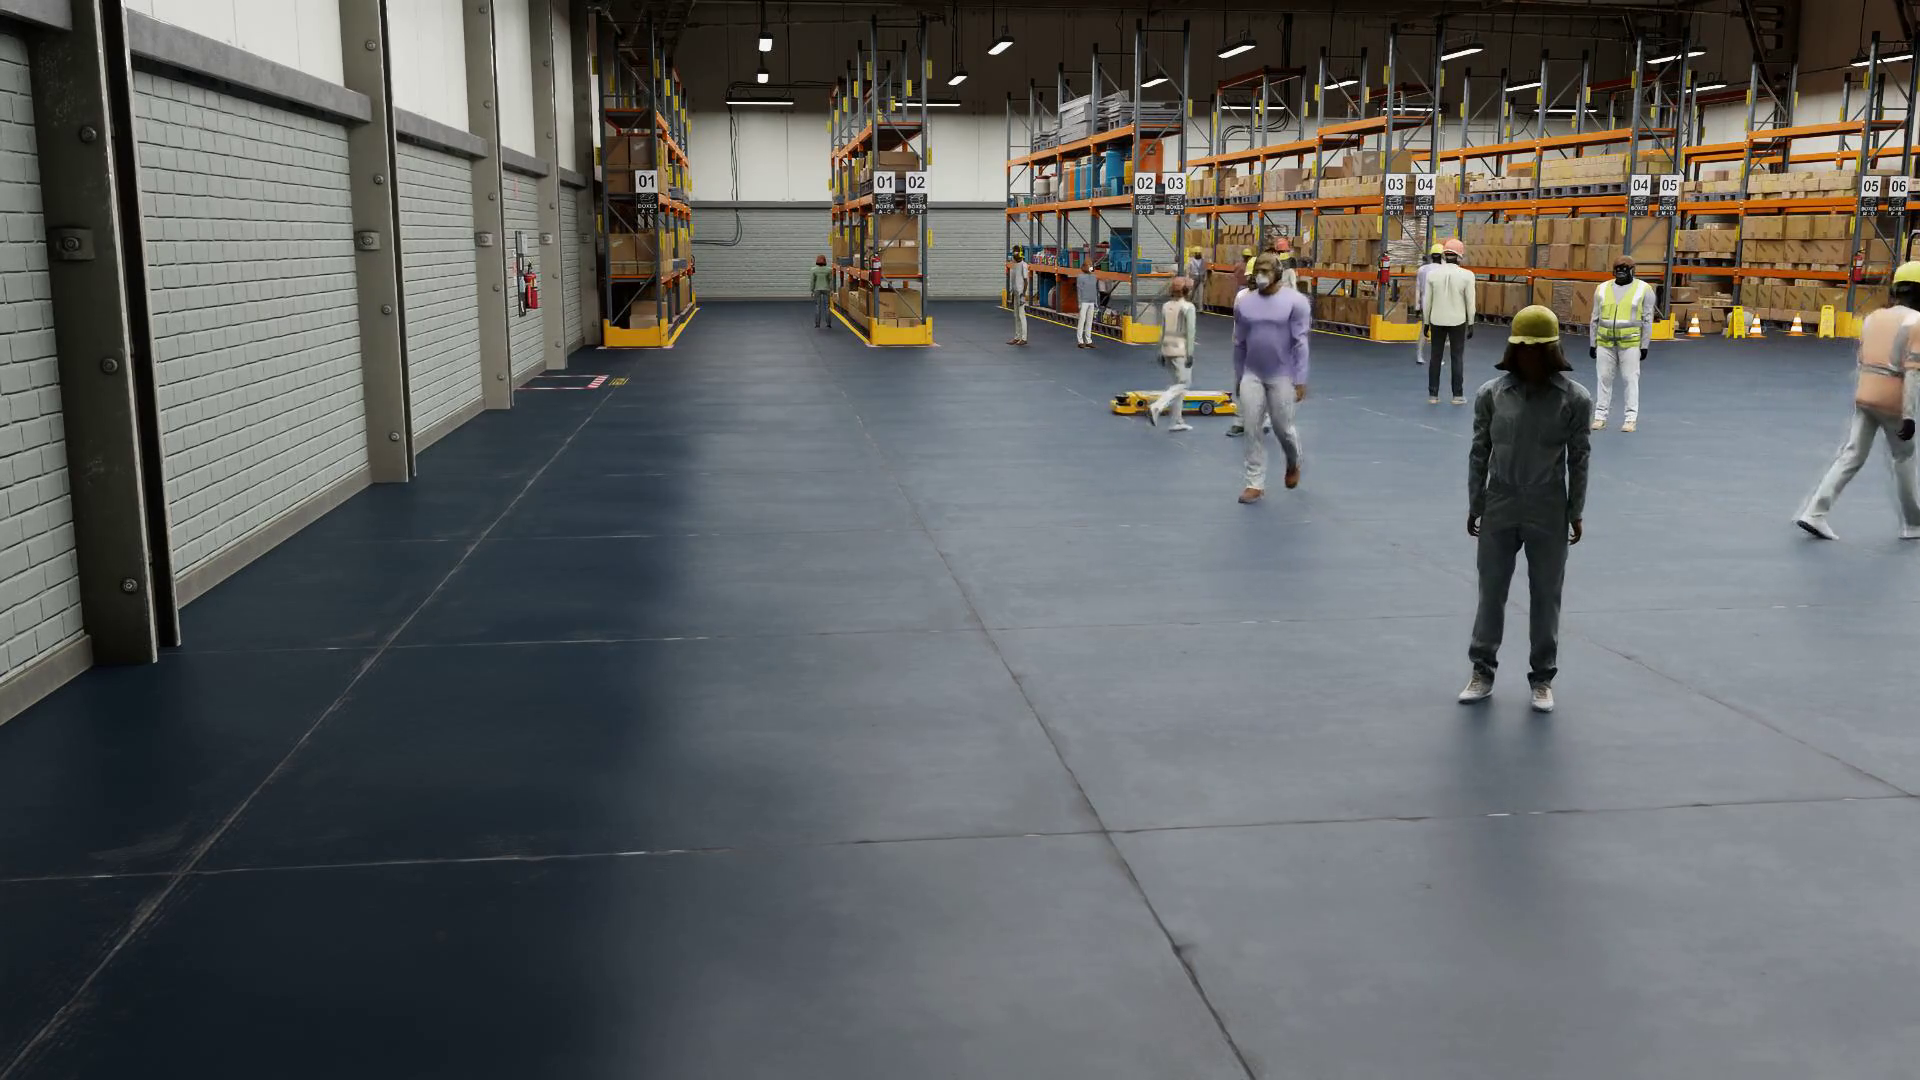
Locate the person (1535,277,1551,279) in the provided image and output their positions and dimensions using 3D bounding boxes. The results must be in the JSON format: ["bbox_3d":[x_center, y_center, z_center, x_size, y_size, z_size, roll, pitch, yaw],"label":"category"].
[{"bbox_3d":[14.224,-6.356,40.719,0.552,1.935,0.370,-1,10,-4],"label":"person"}]

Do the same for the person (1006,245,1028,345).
[{"bbox_3d":[1.091,-4.580,31.171,0.328,1.872,0.515,-4,11,-23],"label":"person"}]

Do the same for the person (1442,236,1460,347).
[{"bbox_3d":[9.039,-4.557,30.608,0.478,2.026,0.646,10,14,43],"label":"person"}]

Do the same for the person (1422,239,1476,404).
[{"bbox_3d":[5.956,-2.652,20.258,0.623,1.992,0.397,5,12,27],"label":"person"}]

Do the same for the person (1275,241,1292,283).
[{"bbox_3d":[6.135,-4.731,31.798,0.342,1.942,0.552,7,13,34],"label":"person"}]

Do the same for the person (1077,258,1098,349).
[{"bbox_3d":[2.324,-4.306,30.320,0.501,1.633,0.279,-10,14,-42],"label":"person"}]

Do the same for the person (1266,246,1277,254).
[{"bbox_3d":[6.489,-5.234,34.864,0.530,1.838,0.907,-3,11,-18],"label":"person"}]

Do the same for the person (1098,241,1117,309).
[{"bbox_3d":[3.647,-6.586,42.007,0.610,1.936,0.889,-2,10,-8],"label":"person"}]

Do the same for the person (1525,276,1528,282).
[{"bbox_3d":[15.960,-7.360,46.225,0.543,1.939,0.360,-4,11,-19],"label":"person"}]

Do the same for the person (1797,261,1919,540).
[{"bbox_3d":[6.136,-0.908,11.074,1.000,1.874,0.637,-3,11,-15],"label":"person"}]

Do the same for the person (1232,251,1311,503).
[{"bbox_3d":[2.406,-1.259,12.810,0.632,1.923,0.708,6,12,31],"label":"person"}]

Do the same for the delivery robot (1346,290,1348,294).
[{"bbox_3d":[11.916,-7.370,49.817,0.707,0.478,0.477,10,14,43],"label":"delivery robot"}]

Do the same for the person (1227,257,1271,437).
[{"bbox_3d":[3.014,-1.949,16.864,0.610,1.822,0.442,8,13,37],"label":"person"}]

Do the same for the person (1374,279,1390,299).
[{"bbox_3d":[10.957,-6.665,43.243,0.512,1.637,0.307,-5,11,-25],"label":"person"}]

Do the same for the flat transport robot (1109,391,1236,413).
[{"bbox_3d":[2.476,-1.598,19.208,1.431,0.197,0.652,0,10,-2],"label":"flat transport robot"}]

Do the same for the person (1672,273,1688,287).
[{"bbox_3d":[18.534,-6.591,42.916,0.522,1.604,0.816,-1,10,-6],"label":"person"}]

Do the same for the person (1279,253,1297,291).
[{"bbox_3d":[5.990,-4.483,31.019,0.834,1.720,0.542,-2,11,-13],"label":"person"}]

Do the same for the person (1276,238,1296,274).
[{"bbox_3d":[6.401,-5.003,33.148,0.623,1.992,0.397,-4,11,-21],"label":"person"}]

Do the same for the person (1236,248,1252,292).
[{"bbox_3d":[6.718,-5.958,39.024,0.546,1.765,0.363,-3,11,-14],"label":"person"}]

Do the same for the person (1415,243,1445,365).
[{"bbox_3d":[7.487,-3.709,26.255,0.613,1.923,0.392,9,14,40],"label":"person"}]

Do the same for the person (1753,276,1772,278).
[{"bbox_3d":[20.465,-6.617,42.329,0.672,1.871,0.874,1,10,6],"label":"person"}]

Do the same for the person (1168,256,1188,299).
[{"bbox_3d":[5.643,-6.574,42.873,0.513,1.601,0.750,-1,10,-7],"label":"person"}]

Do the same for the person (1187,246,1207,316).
[{"bbox_3d":[6.115,-6.727,43.139,0.594,1.804,0.878,-2,10,-9],"label":"person"}]

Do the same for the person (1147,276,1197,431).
[{"bbox_3d":[2.192,-1.917,17.215,0.591,1.620,0.531,-6,12,-30],"label":"person"}]

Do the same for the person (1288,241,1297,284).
[{"bbox_3d":[7.061,-5.489,36.009,0.622,1.932,0.370,-7,13,-35],"label":"person"}]

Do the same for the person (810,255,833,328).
[{"bbox_3d":[-3.069,-5.516,36.950,0.499,1.634,0.279,-1,10,-4],"label":"person"}]

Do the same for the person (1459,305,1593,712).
[{"bbox_3d":[2.418,-0.129,7.121,0.492,1.740,0.325,5,11,26],"label":"person"}]

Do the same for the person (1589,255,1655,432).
[{"bbox_3d":[6.906,-2.053,17.425,0.630,1.835,0.429,8,13,38],"label":"person"}]
